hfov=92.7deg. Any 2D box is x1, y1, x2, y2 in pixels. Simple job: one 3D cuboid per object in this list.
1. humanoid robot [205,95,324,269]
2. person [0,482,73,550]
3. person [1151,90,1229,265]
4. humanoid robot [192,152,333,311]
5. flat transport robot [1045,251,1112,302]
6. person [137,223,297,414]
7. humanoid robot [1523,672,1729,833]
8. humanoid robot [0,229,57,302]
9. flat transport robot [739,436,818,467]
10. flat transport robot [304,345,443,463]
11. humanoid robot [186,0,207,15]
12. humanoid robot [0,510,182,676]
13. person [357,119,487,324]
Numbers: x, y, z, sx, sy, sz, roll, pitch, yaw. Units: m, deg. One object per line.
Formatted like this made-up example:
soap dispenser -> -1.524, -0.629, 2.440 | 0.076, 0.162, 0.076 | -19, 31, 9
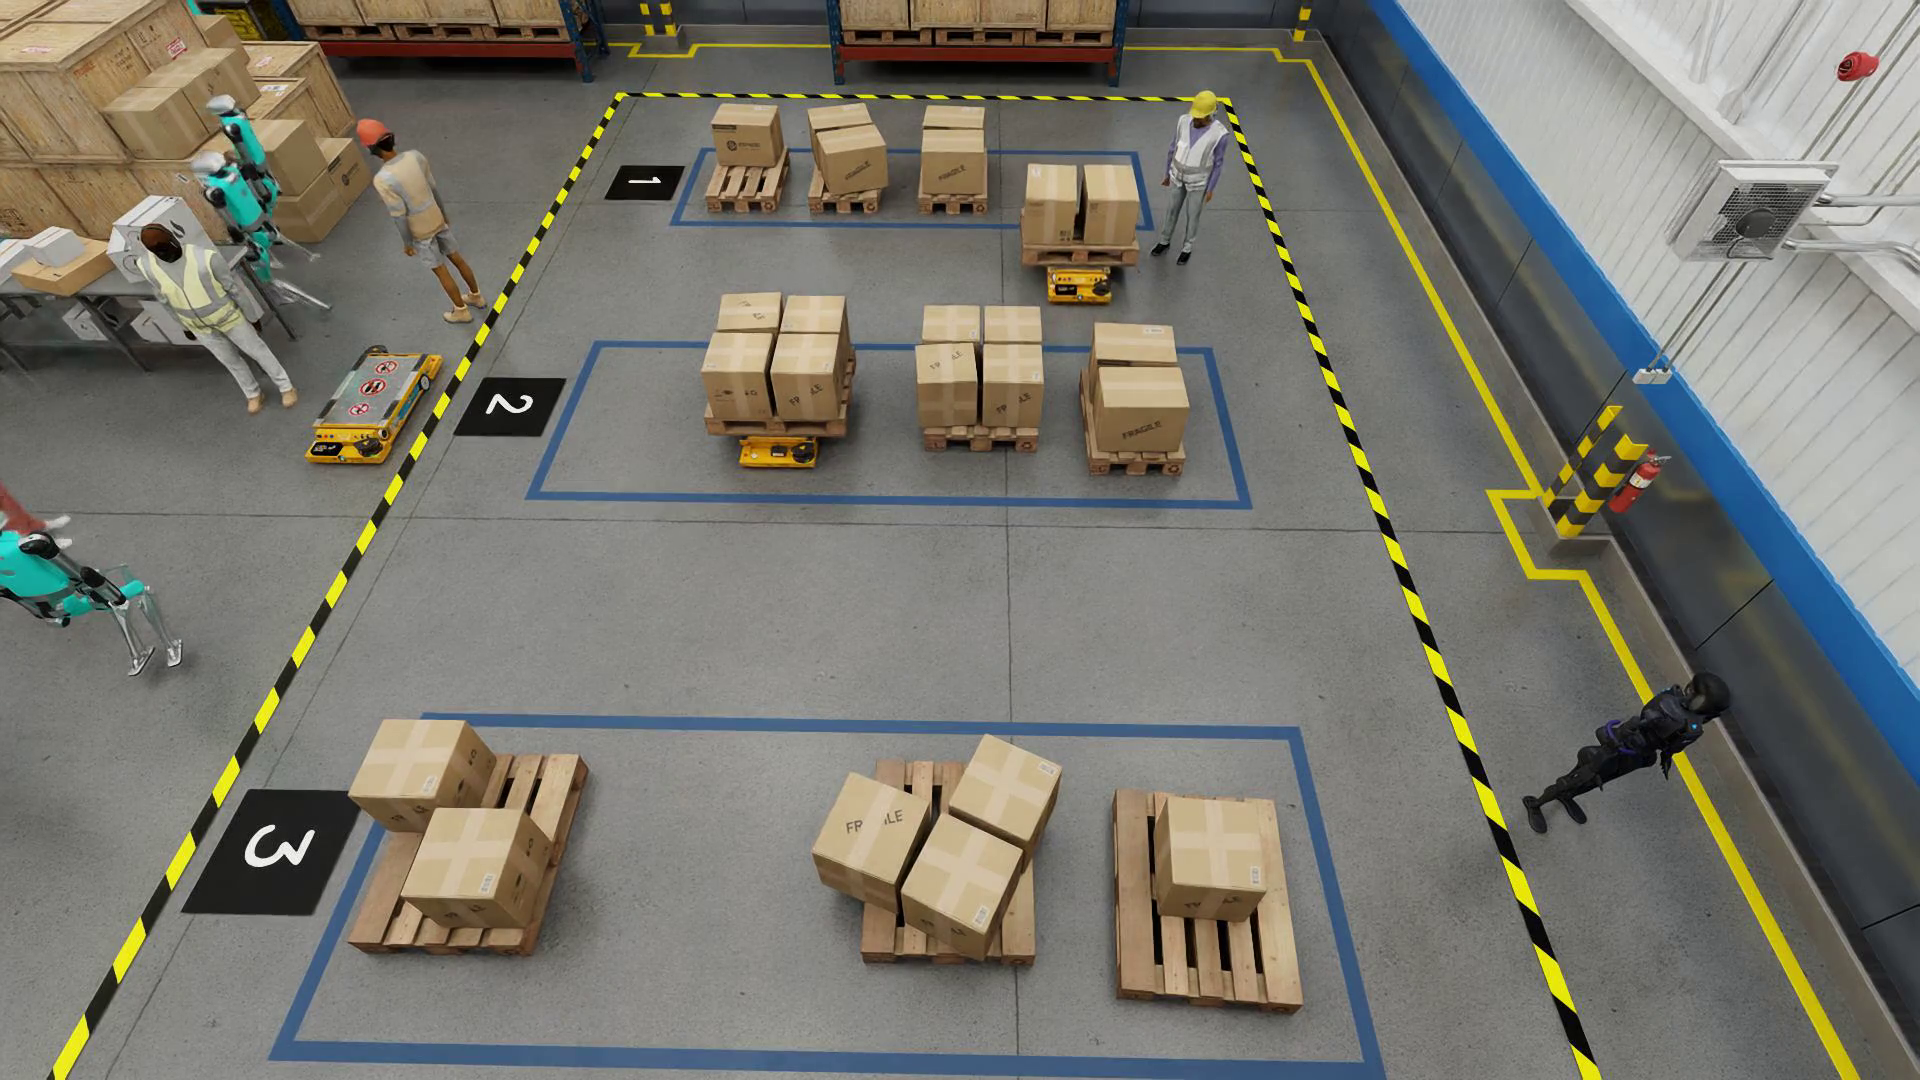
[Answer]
humanoid robot -> -7.432, -3.607, 9.488 | 0.801, 1.806, 0.569 | -16, 52, -13
person -> -7.472, -0.573, 6.780 | 0.606, 1.910, 0.444 | 29, 56, 22
person -> 2.383, -3.748, 9.520 | 0.587, 1.822, 0.403 | 30, 56, 23
humanoid robot -> -6.889, -2.881, 8.830 | 0.970, 1.740, 0.586 | 2, 50, 2
flat transport robot -> 1.262, -3.091, 9.964 | 0.652, 0.197, 1.431 | 1, 50, 1
person -> -6.439, -1.906, 7.959 | 0.631, 1.834, 0.429 | -12, 51, -10
humanoid robot -> 3.920, 1.257, 5.372 | 0.599, 1.655, 0.315 | -7, 50, -6
humanoid robot -> -9.811, -3.073, 9.070 | 0.822, 1.876, 0.548 | -5, 50, -5
flat transport robot -> -1.582, -1.235, 8.394 | 0.652, 0.197, 1.431 | 1, 50, 1
flat transport robot -> -5.383, -1.269, 8.441 | 0.659, 0.231, 1.431 | 1, 50, 1
humanoid robot -> -9.469, -6.377, 11.841 | 1.031, 1.781, 0.539 | 0, 50, 0
humanoid robot -> -5.834, 0.258, 6.098 | 0.533, 1.677, 0.735 | -11, 51, -9
person -> -5.131, -2.998, 8.750 | 0.388, 2.034, 0.605 | 13, 51, 11
